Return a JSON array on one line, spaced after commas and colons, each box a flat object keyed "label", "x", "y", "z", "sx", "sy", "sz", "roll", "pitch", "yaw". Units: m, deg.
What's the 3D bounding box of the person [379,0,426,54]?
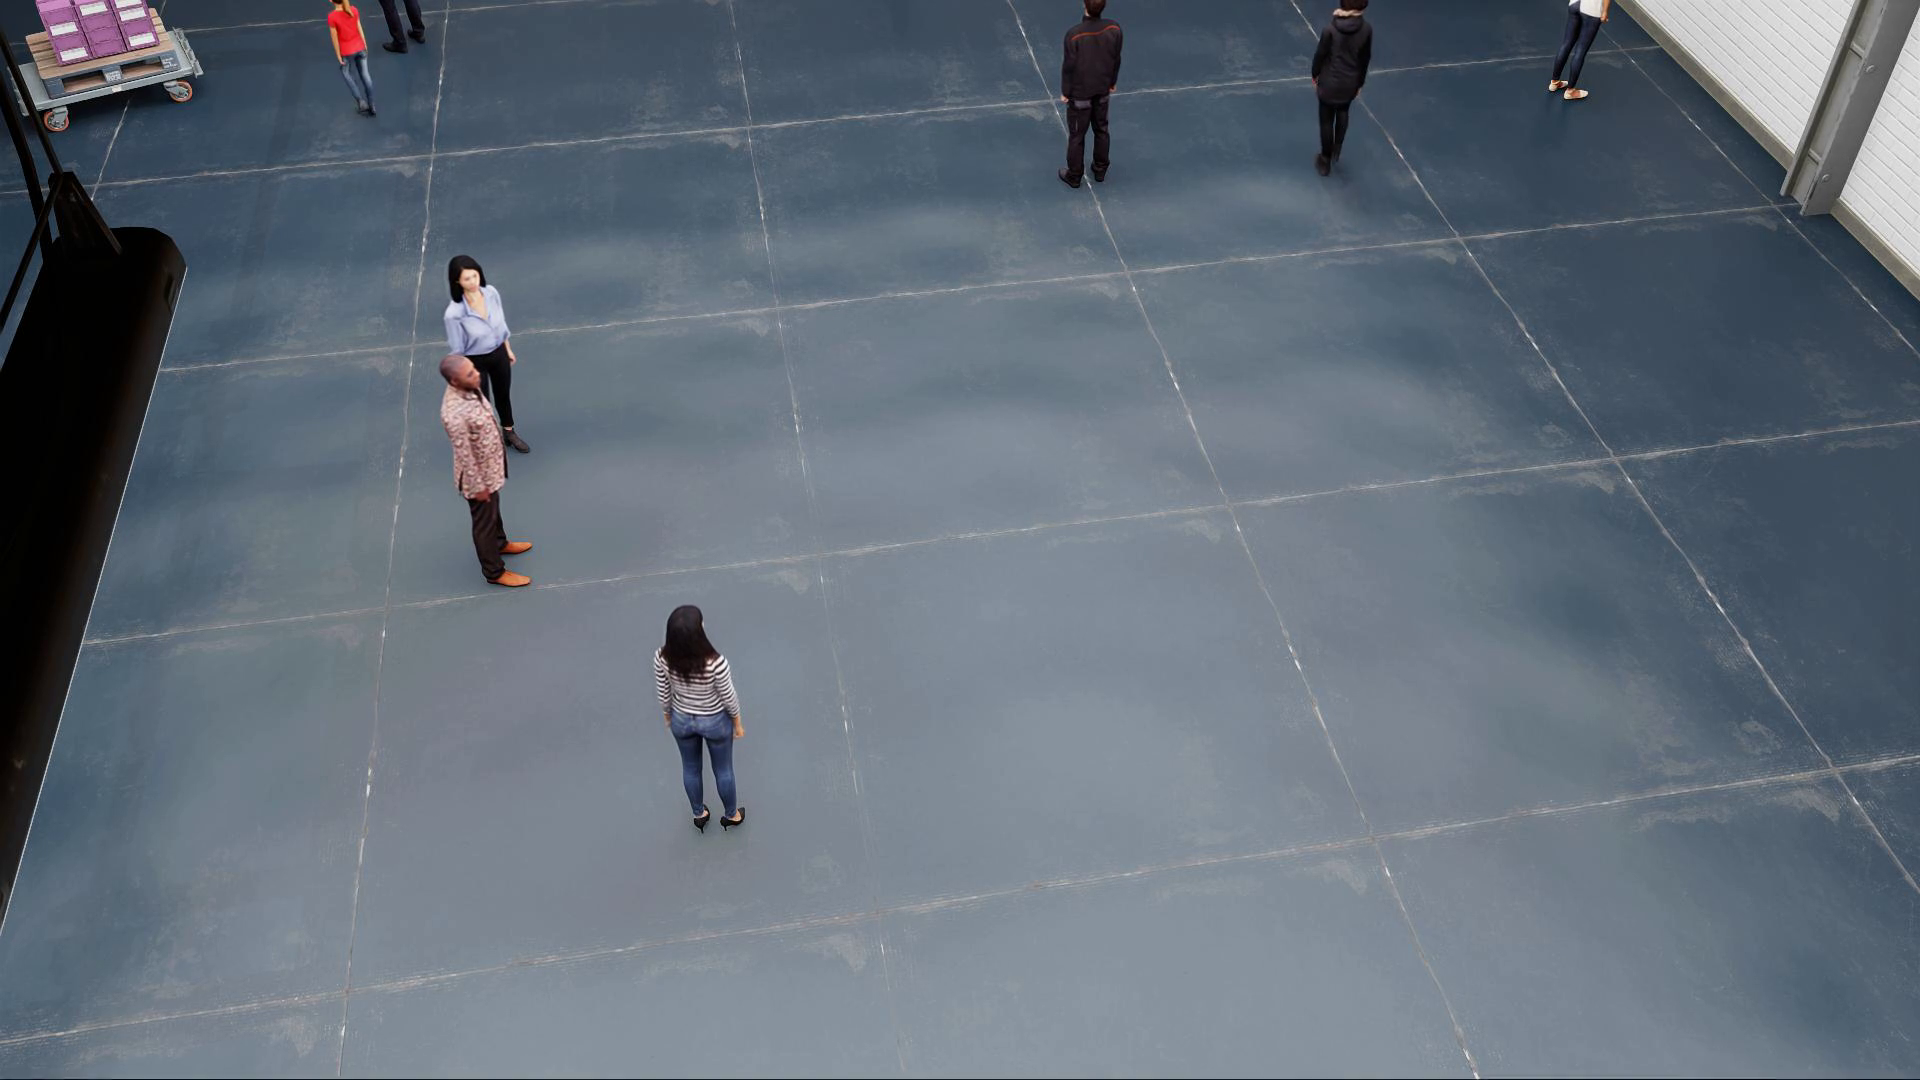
[{"label": "person", "x": -5.724, "y": -5.784, "z": 16.552, "sx": 0.851, "sy": 1.840, "sz": 0.788, "roll": 25, "pitch": 49, "yaw": 24}]

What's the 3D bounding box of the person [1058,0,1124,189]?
[{"label": "person", "x": 1.144, "y": -3.980, "z": 14.660, "sx": 0.763, "sy": 1.839, "sz": 0.648, "roll": -16, "pitch": 46, "yaw": -16}]

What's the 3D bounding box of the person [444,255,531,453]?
[{"label": "person", "x": -3.398, "y": -1.286, "z": 11.902, "sx": 0.758, "sy": 1.743, "sz": 0.721, "roll": 30, "pitch": 51, "yaw": 28}]

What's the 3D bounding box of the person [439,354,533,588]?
[{"label": "person", "x": -3.196, "y": -0.483, "z": 11.012, "sx": 0.757, "sy": 1.808, "sz": 0.547, "roll": -3, "pitch": 44, "yaw": -3}]

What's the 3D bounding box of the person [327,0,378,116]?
[{"label": "person", "x": -5.706, "y": -4.599, "z": 15.700, "sx": 0.567, "sy": 1.301, "sz": 0.618, "roll": -29, "pitch": 51, "yaw": -27}]

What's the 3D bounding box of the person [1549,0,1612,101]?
[{"label": "person", "x": 5.972, "y": -5.080, "z": 15.853, "sx": 0.724, "sy": 1.785, "sz": 0.573, "roll": -20, "pitch": 47, "yaw": -20}]

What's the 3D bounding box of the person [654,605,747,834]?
[{"label": "person", "x": -1.468, "y": 1.040, "z": 9.423, "sx": 0.654, "sy": 1.795, "sz": 0.611, "roll": 6, "pitch": 44, "yaw": 6}]

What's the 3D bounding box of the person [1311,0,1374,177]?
[{"label": "person", "x": 3.394, "y": -4.045, "z": 14.783, "sx": 0.636, "sy": 1.763, "sz": 0.671, "roll": -5, "pitch": 44, "yaw": -5}]
